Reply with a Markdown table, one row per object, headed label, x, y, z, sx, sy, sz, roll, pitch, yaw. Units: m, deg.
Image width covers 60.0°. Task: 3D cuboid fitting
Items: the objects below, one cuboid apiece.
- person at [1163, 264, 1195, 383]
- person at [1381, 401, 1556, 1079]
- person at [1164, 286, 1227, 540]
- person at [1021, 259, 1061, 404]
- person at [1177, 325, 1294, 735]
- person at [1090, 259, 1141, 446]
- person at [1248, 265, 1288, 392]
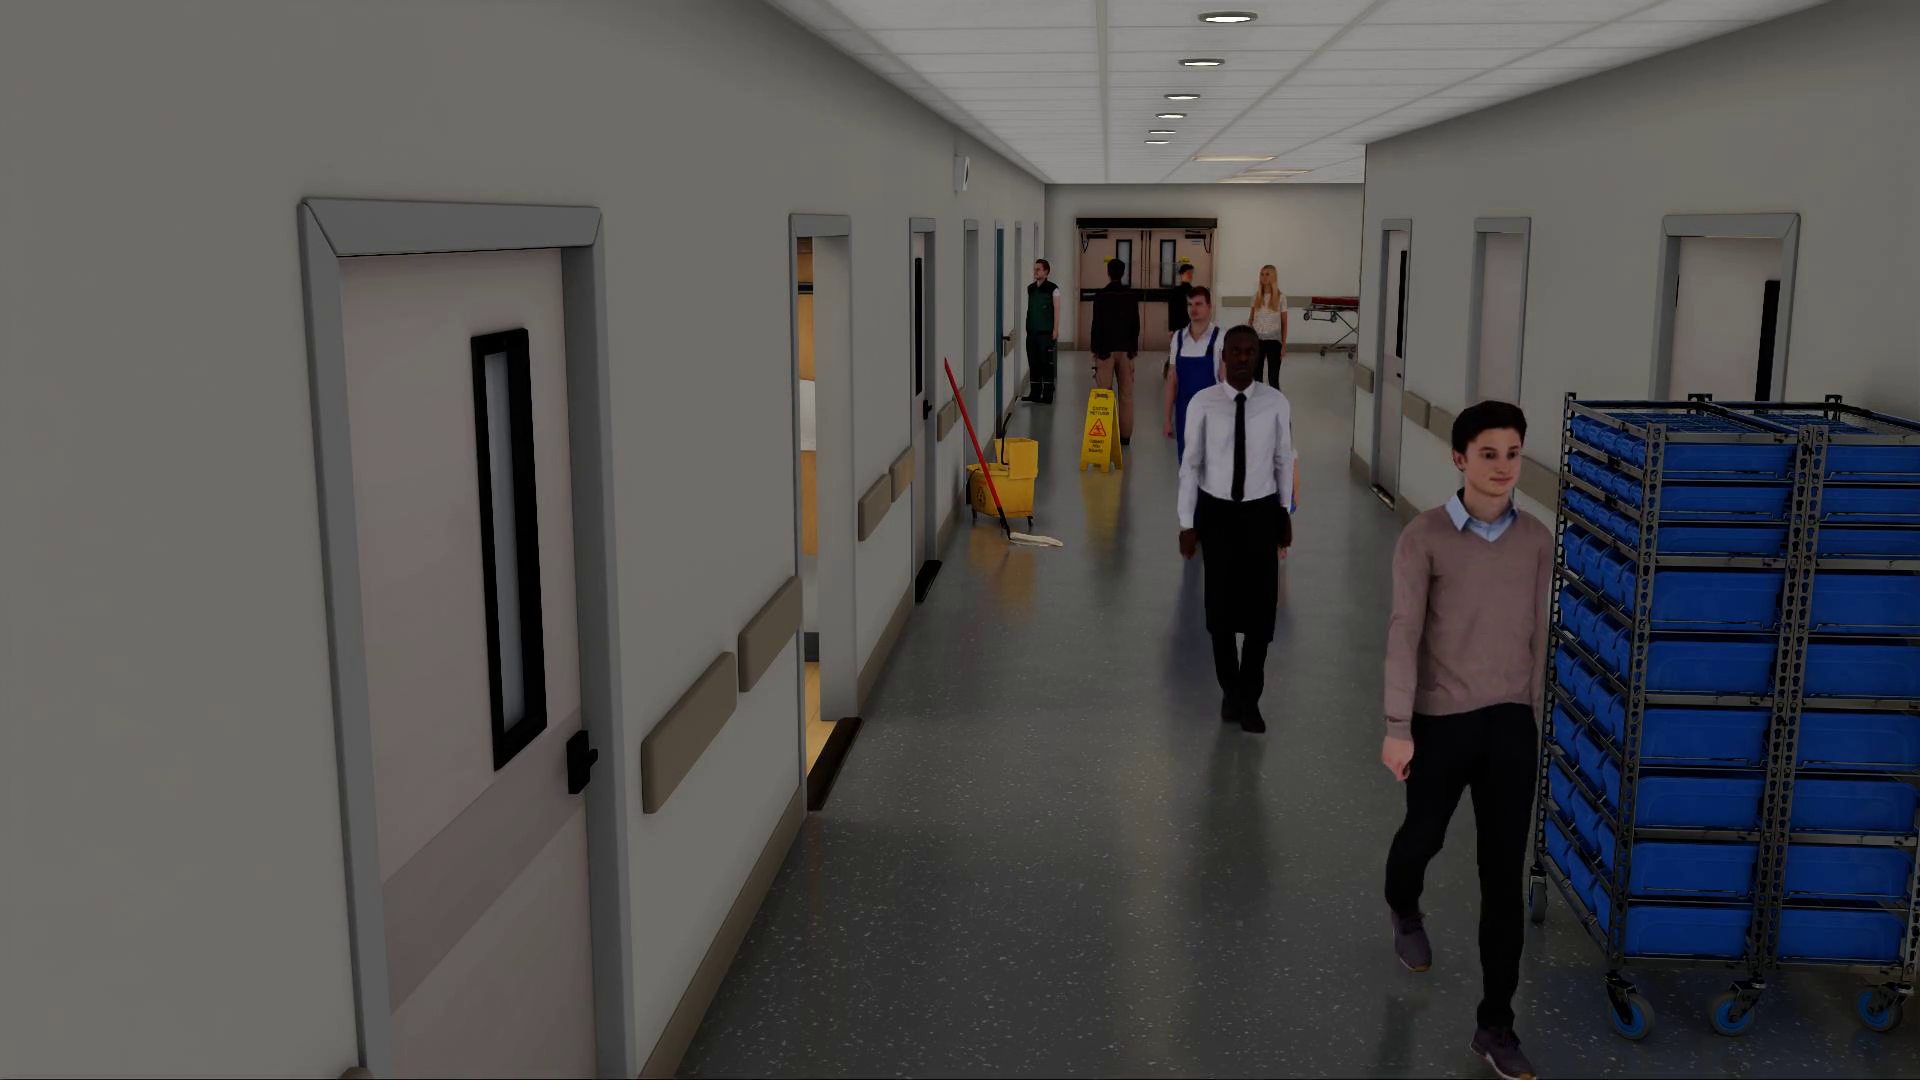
| label | x | y | z | sx | sy | sz | roll | pitch | yaw |
| --- | --- | --- | --- | --- | --- | --- | --- | --- | --- |
| person | 3.124 | -3.011 | 23.441 | 0.913 | 1.708 | 1.015 | -6 | 12 | -29 |
| person | 1.406 | 0.512 | 4.715 | 0.775 | 1.767 | 1.244 | -1 | 11 | -4 |
| person | 1.766 | -0.914 | 12.051 | 0.765 | 1.833 | 0.793 | 6 | 12 | 30 |
| person | 1.040 | -2.673 | 21.287 | 0.737 | 1.841 | 0.765 | 9 | 14 | 40 |
| person | 1.273 | -0.073 | 7.666 | 0.694 | 1.817 | 0.848 | 1 | 11 | 8 |
| person | 1.598 | -1.953 | 17.280 | 0.779 | 1.925 | 0.731 | -3 | 11 | -15 |
| person | 3.452 | -2.175 | 18.716 | 0.673 | 1.826 | 0.653 | 5 | 12 | 26 |
